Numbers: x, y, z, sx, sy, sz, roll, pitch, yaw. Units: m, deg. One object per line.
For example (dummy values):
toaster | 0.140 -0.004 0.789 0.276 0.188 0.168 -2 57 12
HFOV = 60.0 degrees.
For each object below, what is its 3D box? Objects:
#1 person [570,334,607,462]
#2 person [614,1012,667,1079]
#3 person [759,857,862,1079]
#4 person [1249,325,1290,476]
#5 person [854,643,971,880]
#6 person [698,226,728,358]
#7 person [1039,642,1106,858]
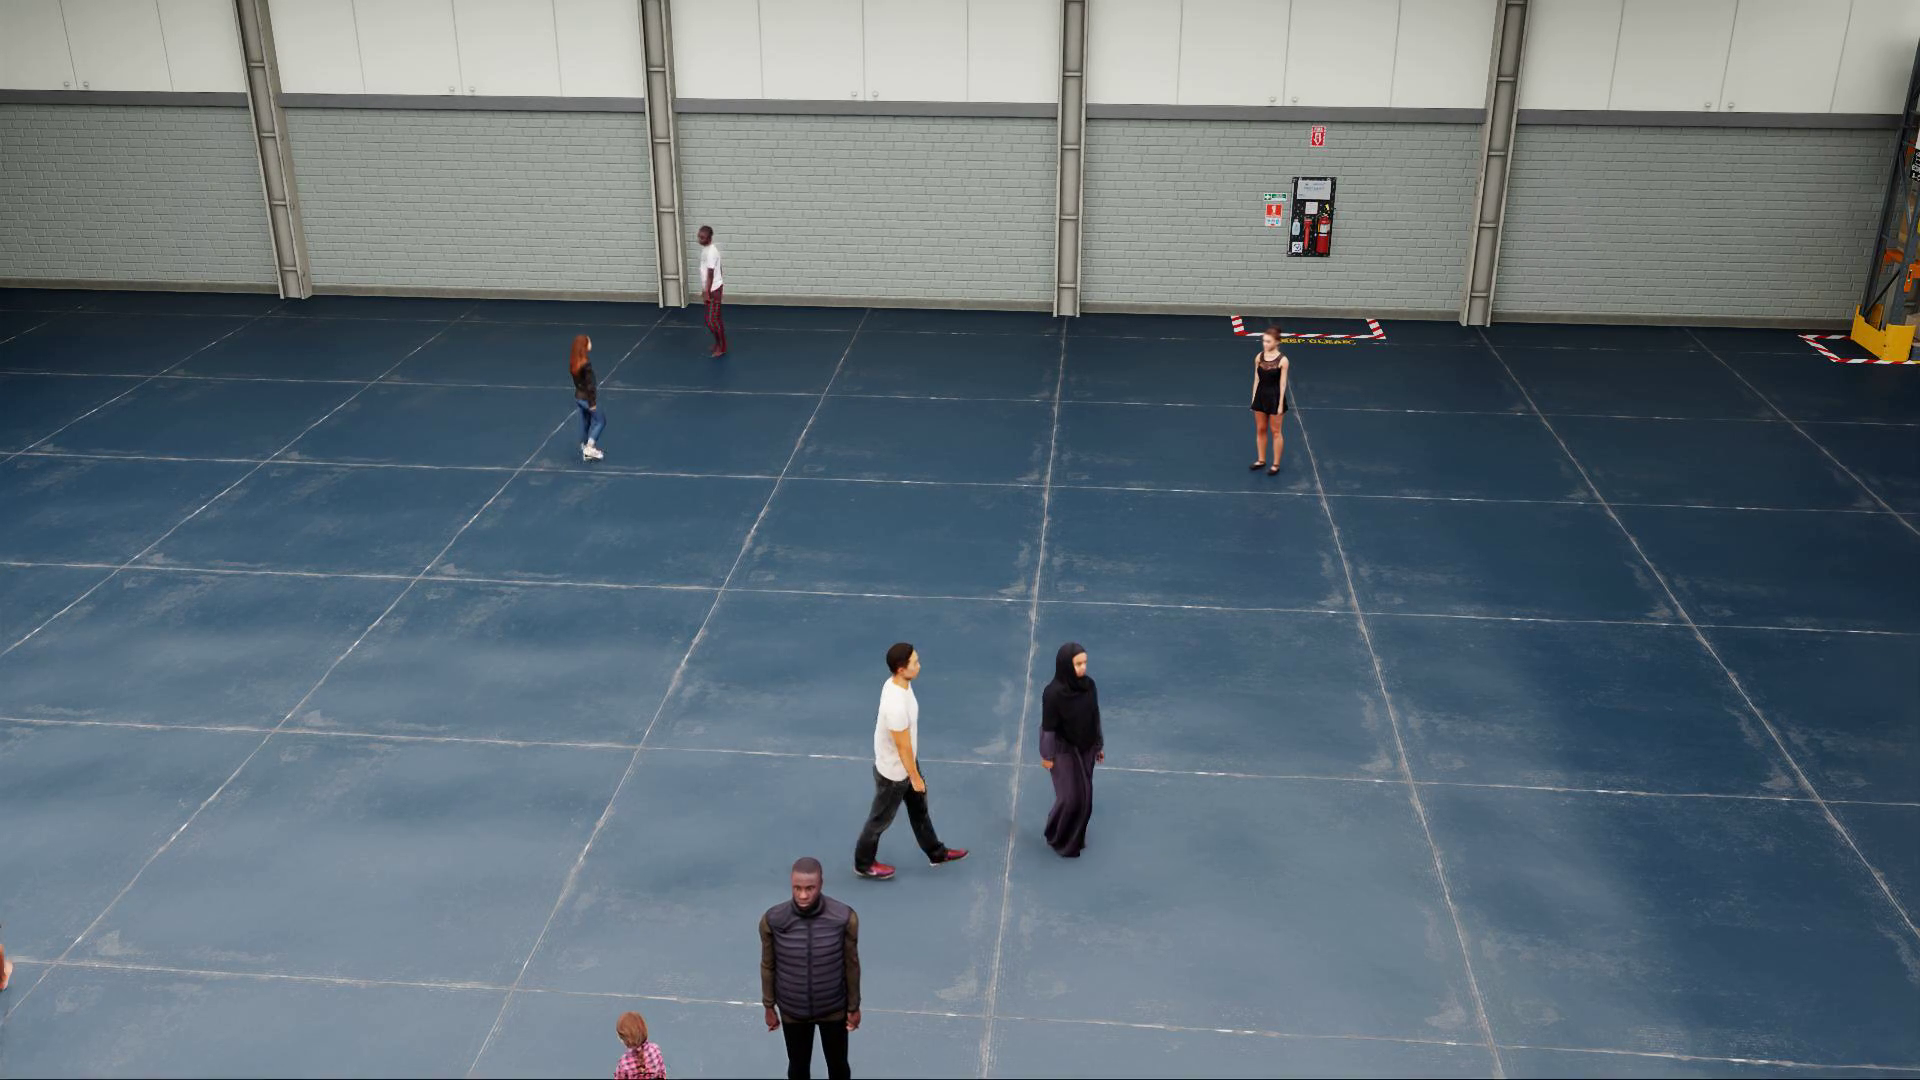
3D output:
person | -4.293 -1.595 18.857 0.737 1.476 0.674 -18 29 -37
person | -1.621 2.970 8.741 0.714 0.991 0.810 -21 31 -40
person | -0.769 2.463 8.854 0.536 1.836 0.758 0 23 -1
person | 3.461 -1.570 18.537 0.672 1.680 0.751 20 30 38
person | -0.530 1.517 11.161 0.992 1.771 0.635 2 23 6
person | -3.374 -3.414 22.711 0.631 1.807 0.770 2 23 4
person | 0.727 1.415 11.606 0.825 1.610 0.884 -18 29 -37
